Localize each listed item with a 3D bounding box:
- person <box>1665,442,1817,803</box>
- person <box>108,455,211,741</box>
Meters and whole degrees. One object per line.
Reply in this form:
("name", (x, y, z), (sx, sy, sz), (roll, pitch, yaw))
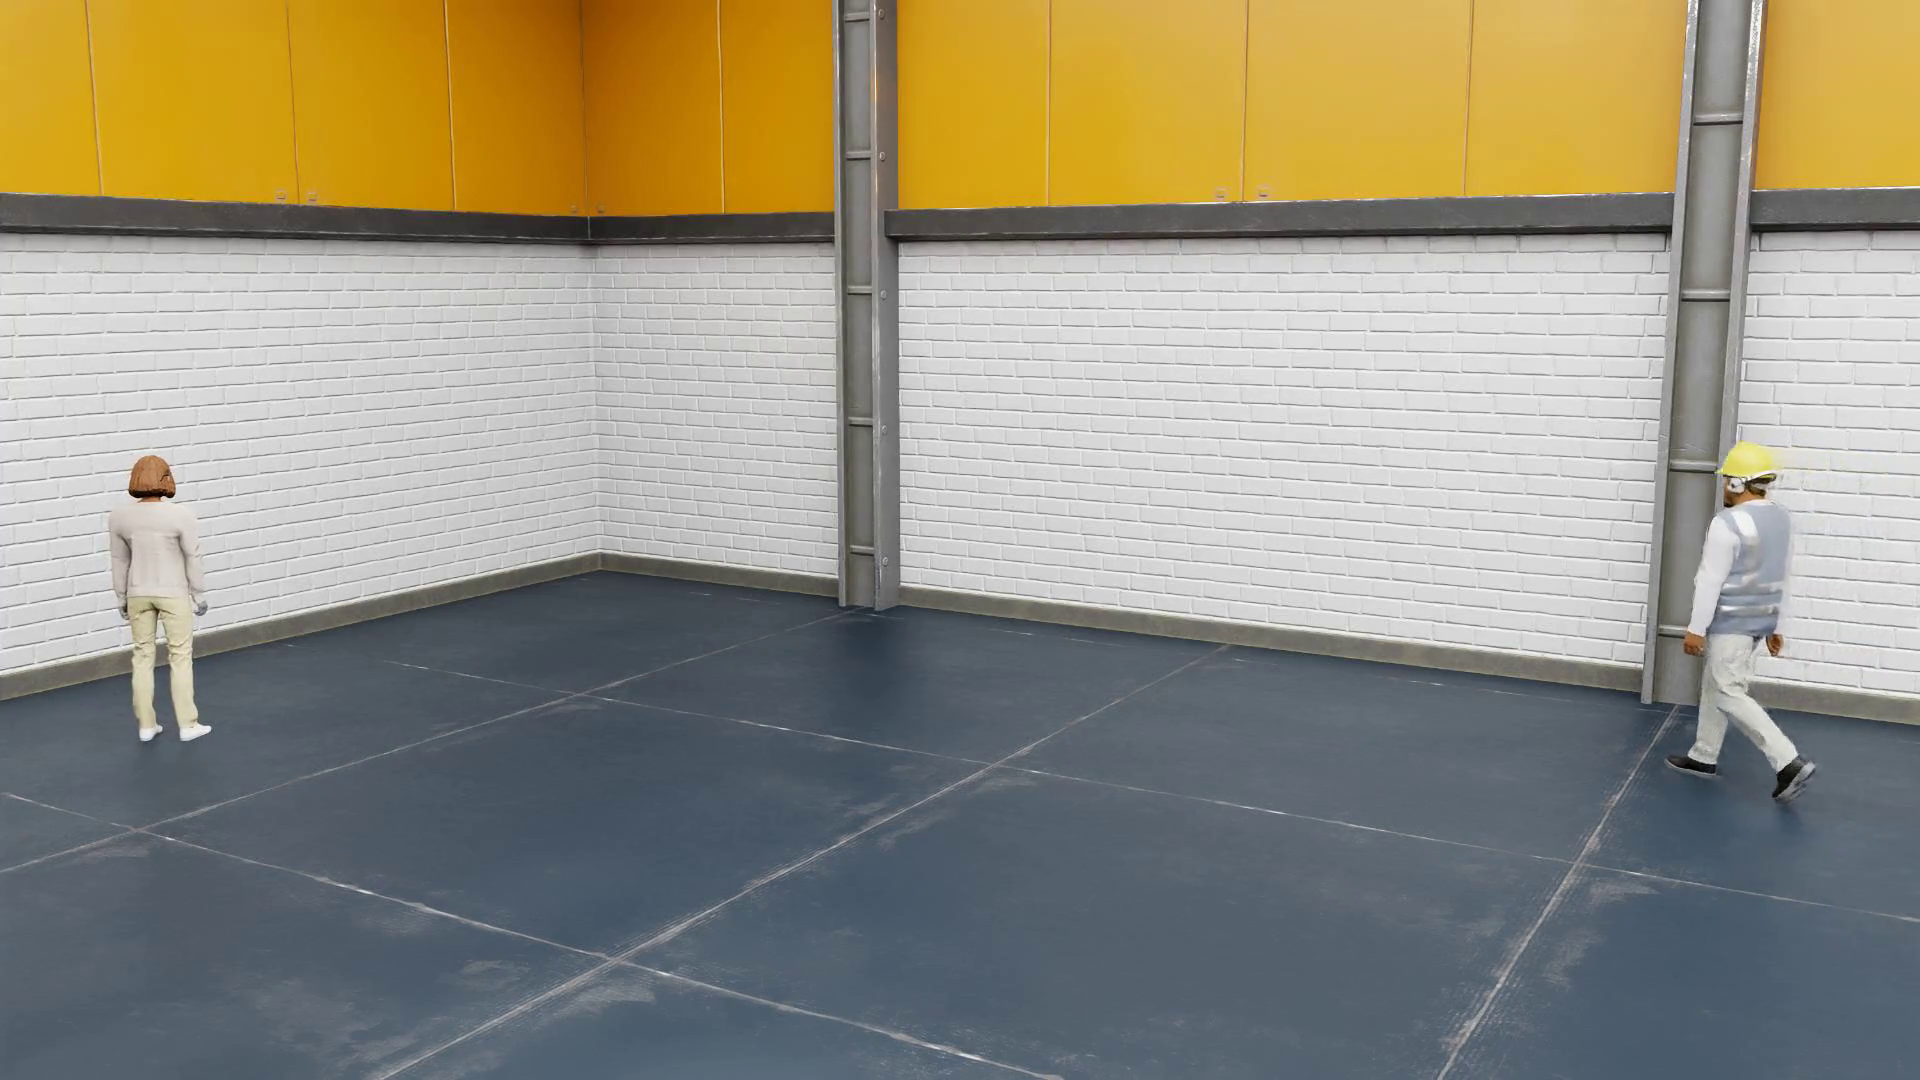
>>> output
("person", (3.998, 0.408, 8.421), (0.591, 1.803, 0.826), (-6, 11, -35))
("person", (-4.535, 0.335, 9.418), (0.500, 1.632, 0.273), (0, 9, 0))
